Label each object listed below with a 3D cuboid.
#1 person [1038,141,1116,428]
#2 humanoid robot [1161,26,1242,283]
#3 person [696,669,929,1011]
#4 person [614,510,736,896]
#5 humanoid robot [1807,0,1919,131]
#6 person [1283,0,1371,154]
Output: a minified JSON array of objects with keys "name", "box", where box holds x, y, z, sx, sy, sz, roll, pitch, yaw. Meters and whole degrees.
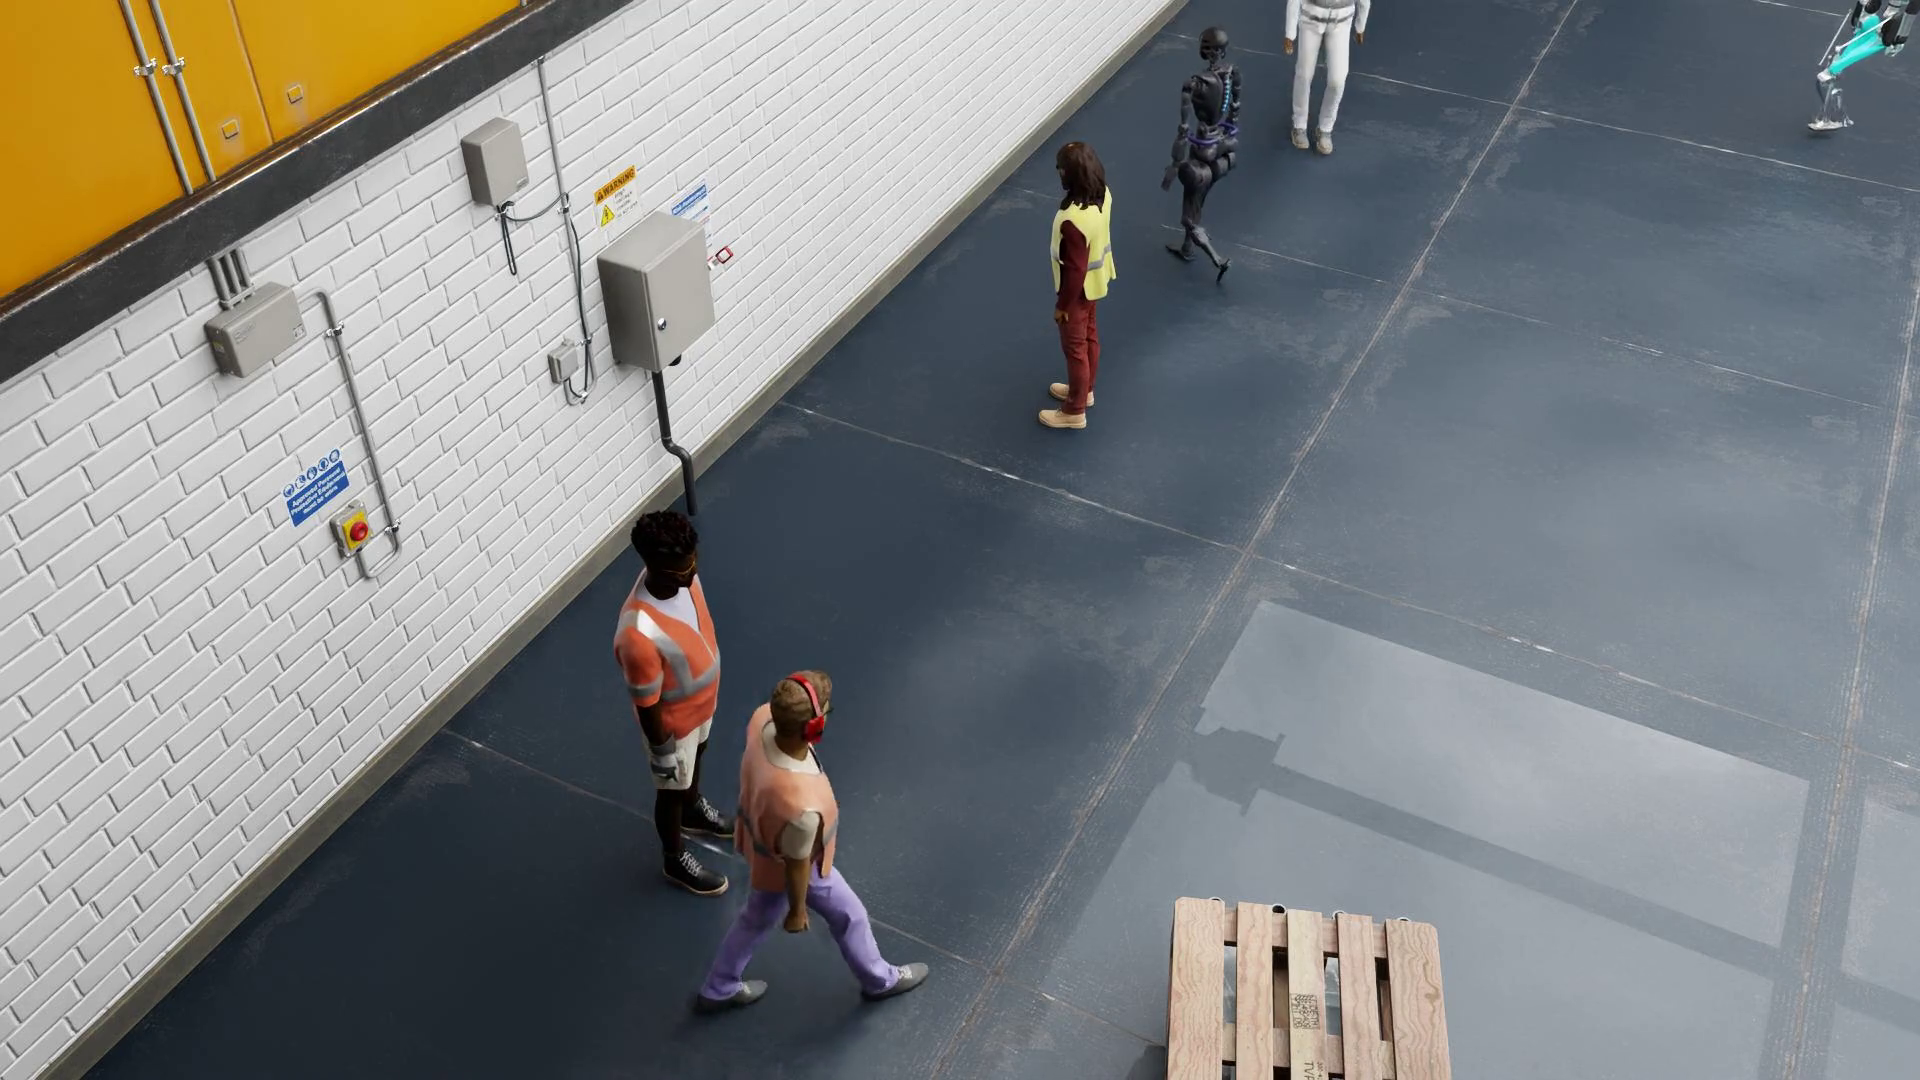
[{"name":"person","box":[0.668,-1.416,9.327,0.376,1.775,0.466,13,42,14]},{"name":"humanoid robot","box":[1.607,-2.449,10.617,0.615,1.630,0.657,-30,49,-30]},{"name":"person","box":[-0.636,1.195,6.284,0.910,1.793,0.561,-18,44,-20]},{"name":"person","box":[-1.140,0.655,6.782,0.364,1.961,0.611,7,41,8]},{"name":"humanoid robot","box":[6.508,-3.697,12.026,0.825,1.796,0.540,-9,42,-10]},{"name":"person","box":[2.603,-3.628,11.823,0.601,1.864,0.556,2,41,2]}]
